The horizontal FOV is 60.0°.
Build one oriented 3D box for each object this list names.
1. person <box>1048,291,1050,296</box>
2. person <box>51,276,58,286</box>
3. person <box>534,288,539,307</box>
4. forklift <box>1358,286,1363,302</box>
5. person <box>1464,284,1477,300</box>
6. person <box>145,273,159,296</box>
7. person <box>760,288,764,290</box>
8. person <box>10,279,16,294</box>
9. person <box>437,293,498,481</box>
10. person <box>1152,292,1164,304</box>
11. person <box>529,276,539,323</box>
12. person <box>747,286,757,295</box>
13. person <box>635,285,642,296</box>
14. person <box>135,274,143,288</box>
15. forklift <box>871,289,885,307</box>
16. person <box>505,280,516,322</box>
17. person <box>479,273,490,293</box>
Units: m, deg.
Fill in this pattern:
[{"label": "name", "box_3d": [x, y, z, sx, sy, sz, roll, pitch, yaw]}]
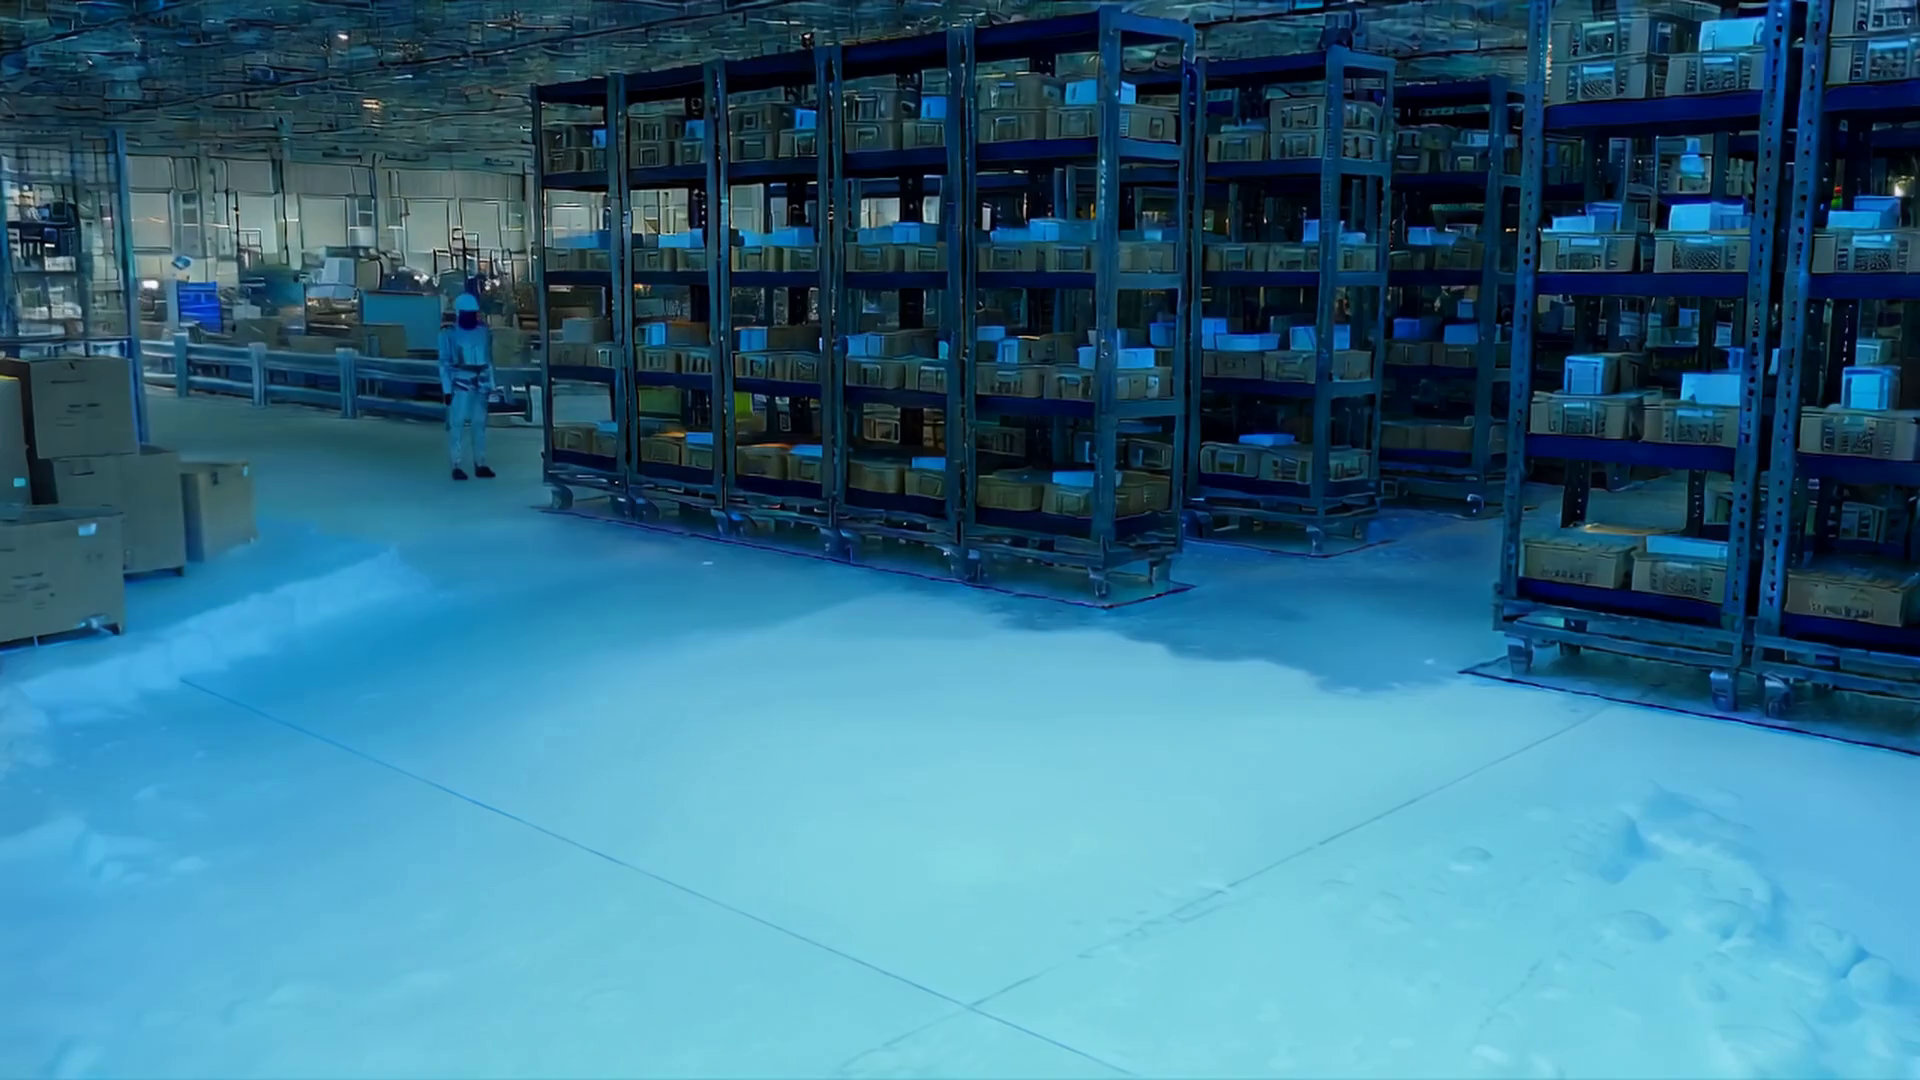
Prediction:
[{"label": "person", "box_3d": [2.756, -6.871, 50.052, 0.542, 1.584, 0.873, -4, 10, -25]}, {"label": "person", "box_3d": [-40.093, -10.892, 73.903, 0.429, 1.842, 0.637, 9, 13, 43]}, {"label": "person", "box_3d": [-14.313, -8.068, 56.864, 0.553, 1.737, 0.739, -8, 12, -39]}, {"label": "forklift", "box_3d": [11.100, -7.017, 46.970, 1.873, 2.768, 1.129, 9, 13, 43]}, {"label": "person", "box_3d": [14.862, -6.779, 48.448, 0.501, 1.919, 0.564, 9, 13, 42]}, {"label": "person", "box_3d": [-31.653, -9.489, 65.115, 0.736, 1.914, 0.546, 5, 11, 29]}, {"label": "person", "box_3d": [-8.527, -10.266, 69.458, 0.677, 2.000, 0.536, -7, 12, -38]}, {"label": "person", "box_3d": [-41.357, -10.712, 72.469, 0.405, 1.948, 0.605, -7, 11, -35]}, {"label": "person", "box_3d": [-4.824, -1.506, 16.380, 0.403, 1.832, 0.594, 9, 13, 44]}, {"label": "person", "box_3d": [6.419, -7.492, 53.617, 0.873, 1.643, 0.545, 6, 11, 33]}, {"label": "person", "box_3d": [-15.711, -8.974, 62.203, 0.525, 1.818, 0.879, 5, 10, 27]}, {"label": "person", "box_3d": [-7.604, -8.985, 61.806, 0.727, 1.965, 0.665, 0, 9, -3]}, {"label": "person", "box_3d": [-11.930, -8.767, 61.224, 0.844, 1.734, 0.522, -3, 10, -15]}, {"label": "person", "box_3d": [-27.929, -8.109, 56.615, 0.560, 1.921, 0.742, 5, 11, 29]}, {"label": "forklift", "box_3d": [-3.468, -11.299, 73.222, 1.873, 2.768, 1.129, 9, 13, 43]}, {"label": "person", "box_3d": [-15.667, -8.235, 58.088, 0.540, 1.692, 0.321, 8, 12, 41]}, {"label": "person", "box_3d": [-24.050, -12.524, 83.851, 0.715, 1.855, 1.001, -1, 9, -9]}]
